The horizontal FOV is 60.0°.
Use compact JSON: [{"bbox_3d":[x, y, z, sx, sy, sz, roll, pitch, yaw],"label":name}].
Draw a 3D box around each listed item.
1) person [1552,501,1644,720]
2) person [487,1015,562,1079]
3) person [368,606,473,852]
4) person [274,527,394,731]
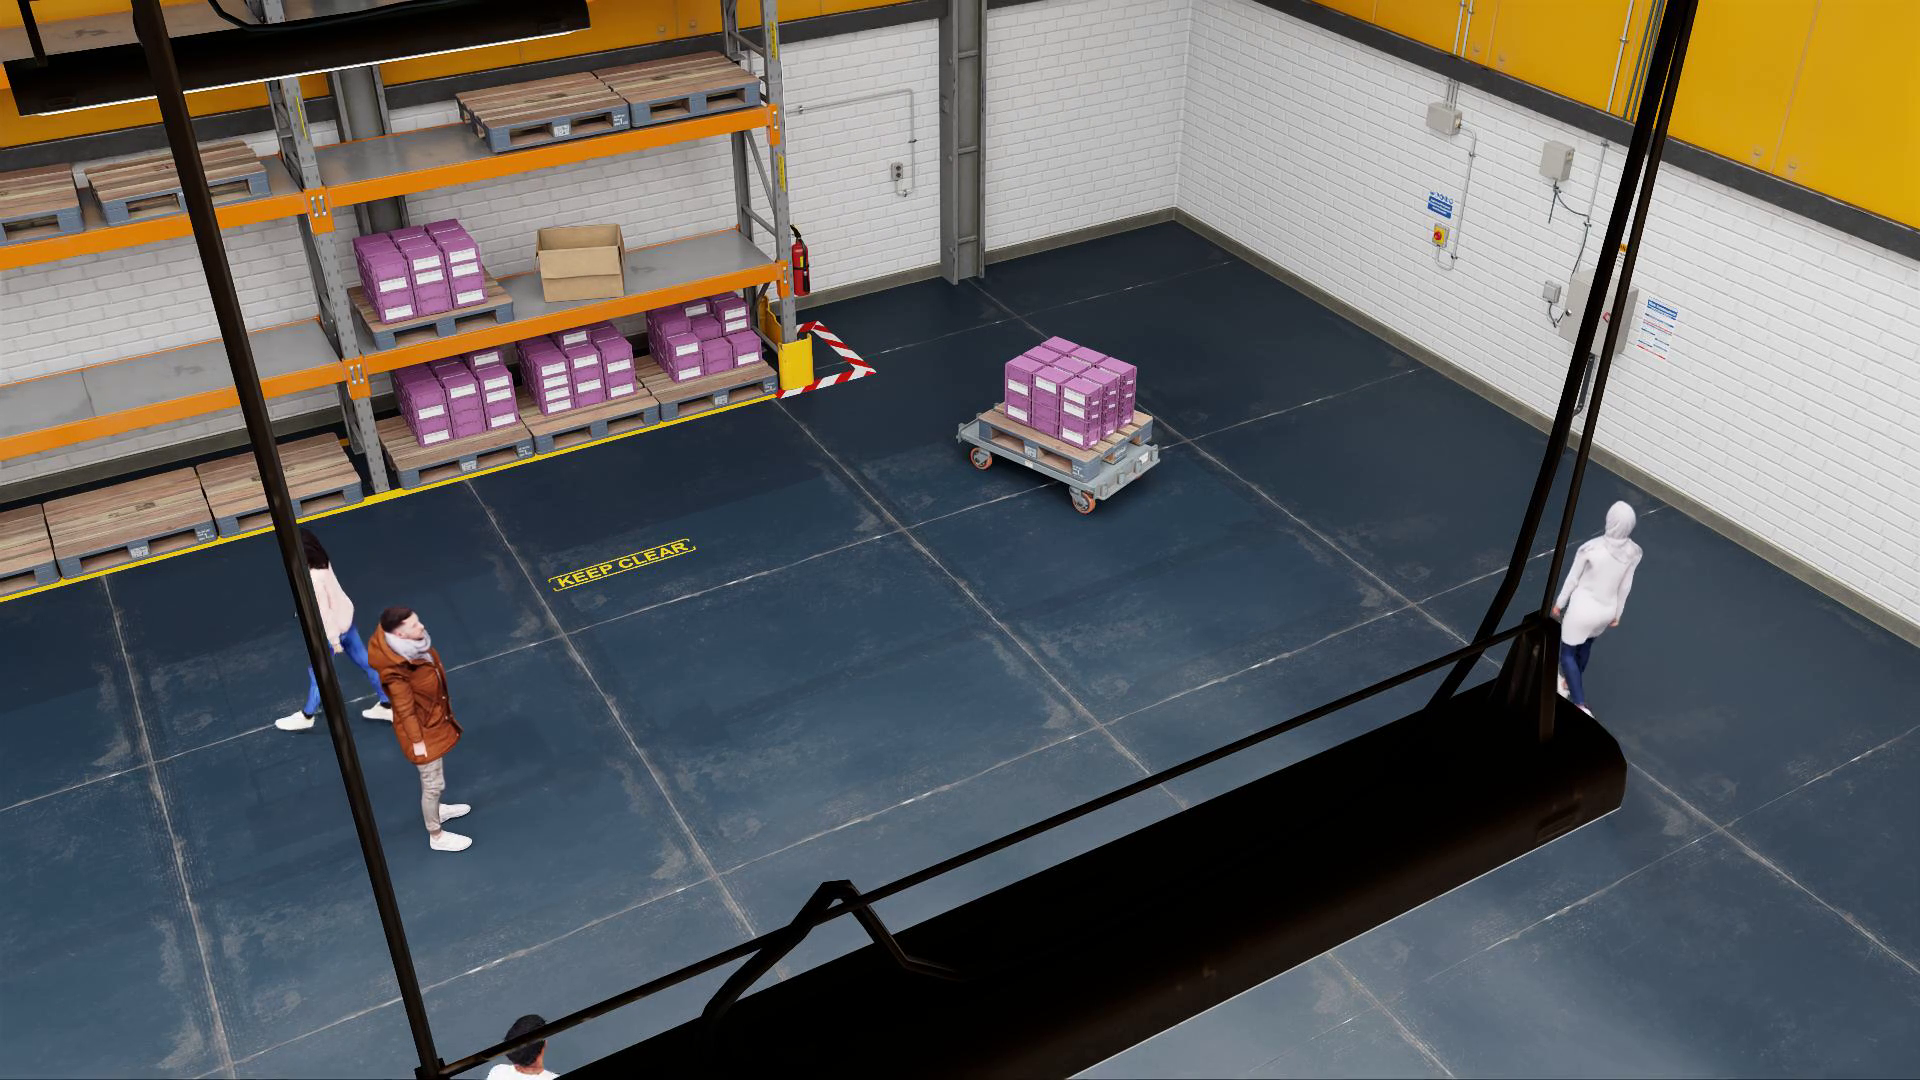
[{"bbox_3d":[4.420,0.550,11.621,1.063,1.759,0.965,-2,34,-3],"label":"person"},{"bbox_3d":[-2.008,3.007,7.981,1.012,1.696,1.106,11,35,16],"label":"person"},{"bbox_3d":[-3.436,1.177,10.606,0.794,1.837,0.790,-8,35,-12],"label":"person"},{"bbox_3d":[-4.257,0.615,11.557,1.156,1.721,0.942,-2,34,-3],"label":"person"}]
